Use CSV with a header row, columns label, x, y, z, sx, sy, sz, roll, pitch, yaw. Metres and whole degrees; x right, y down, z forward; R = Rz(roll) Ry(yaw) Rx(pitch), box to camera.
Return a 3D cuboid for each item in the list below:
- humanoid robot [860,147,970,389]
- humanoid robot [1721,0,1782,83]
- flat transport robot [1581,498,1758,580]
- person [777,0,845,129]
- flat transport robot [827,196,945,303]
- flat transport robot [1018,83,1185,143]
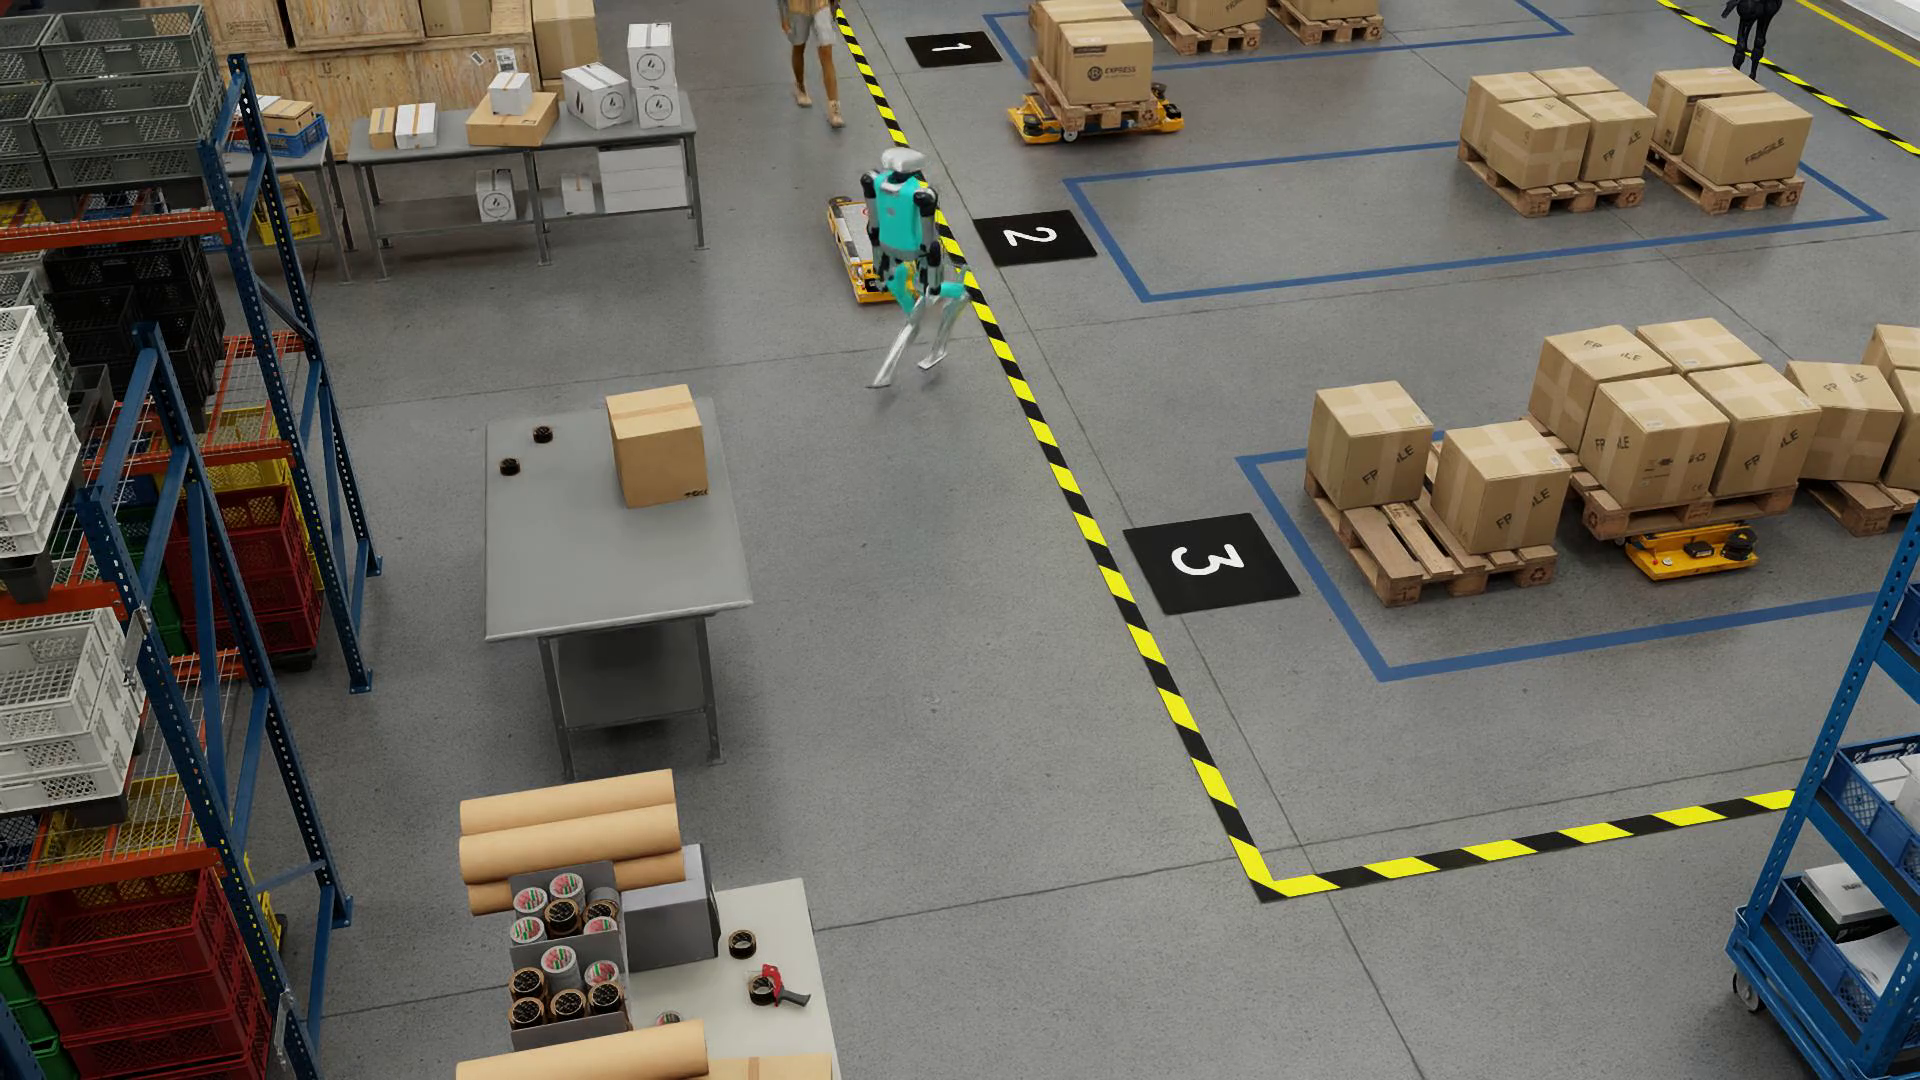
label,x,y,z,sx,sy,sz,roll,pitch,yaw
humanoid robot,-0.250,-1.758,10.668,0.540,1.730,0.969,22,42,27
humanoid robot,7.166,-4.881,14.923,0.599,1.655,0.315,-15,39,-19
flat transport robot,4.062,-0.294,9.926,0.652,0.197,1.431,-8,37,-10
person,-1.283,-4.579,14.272,0.610,1.988,1.031,-10,38,-13
flat transport robot,-0.570,-2.220,12.538,0.659,0.231,1.431,-8,37,-10
flat transport robot,1.191,-3.751,14.572,1.431,0.197,0.652,-8,37,-10
